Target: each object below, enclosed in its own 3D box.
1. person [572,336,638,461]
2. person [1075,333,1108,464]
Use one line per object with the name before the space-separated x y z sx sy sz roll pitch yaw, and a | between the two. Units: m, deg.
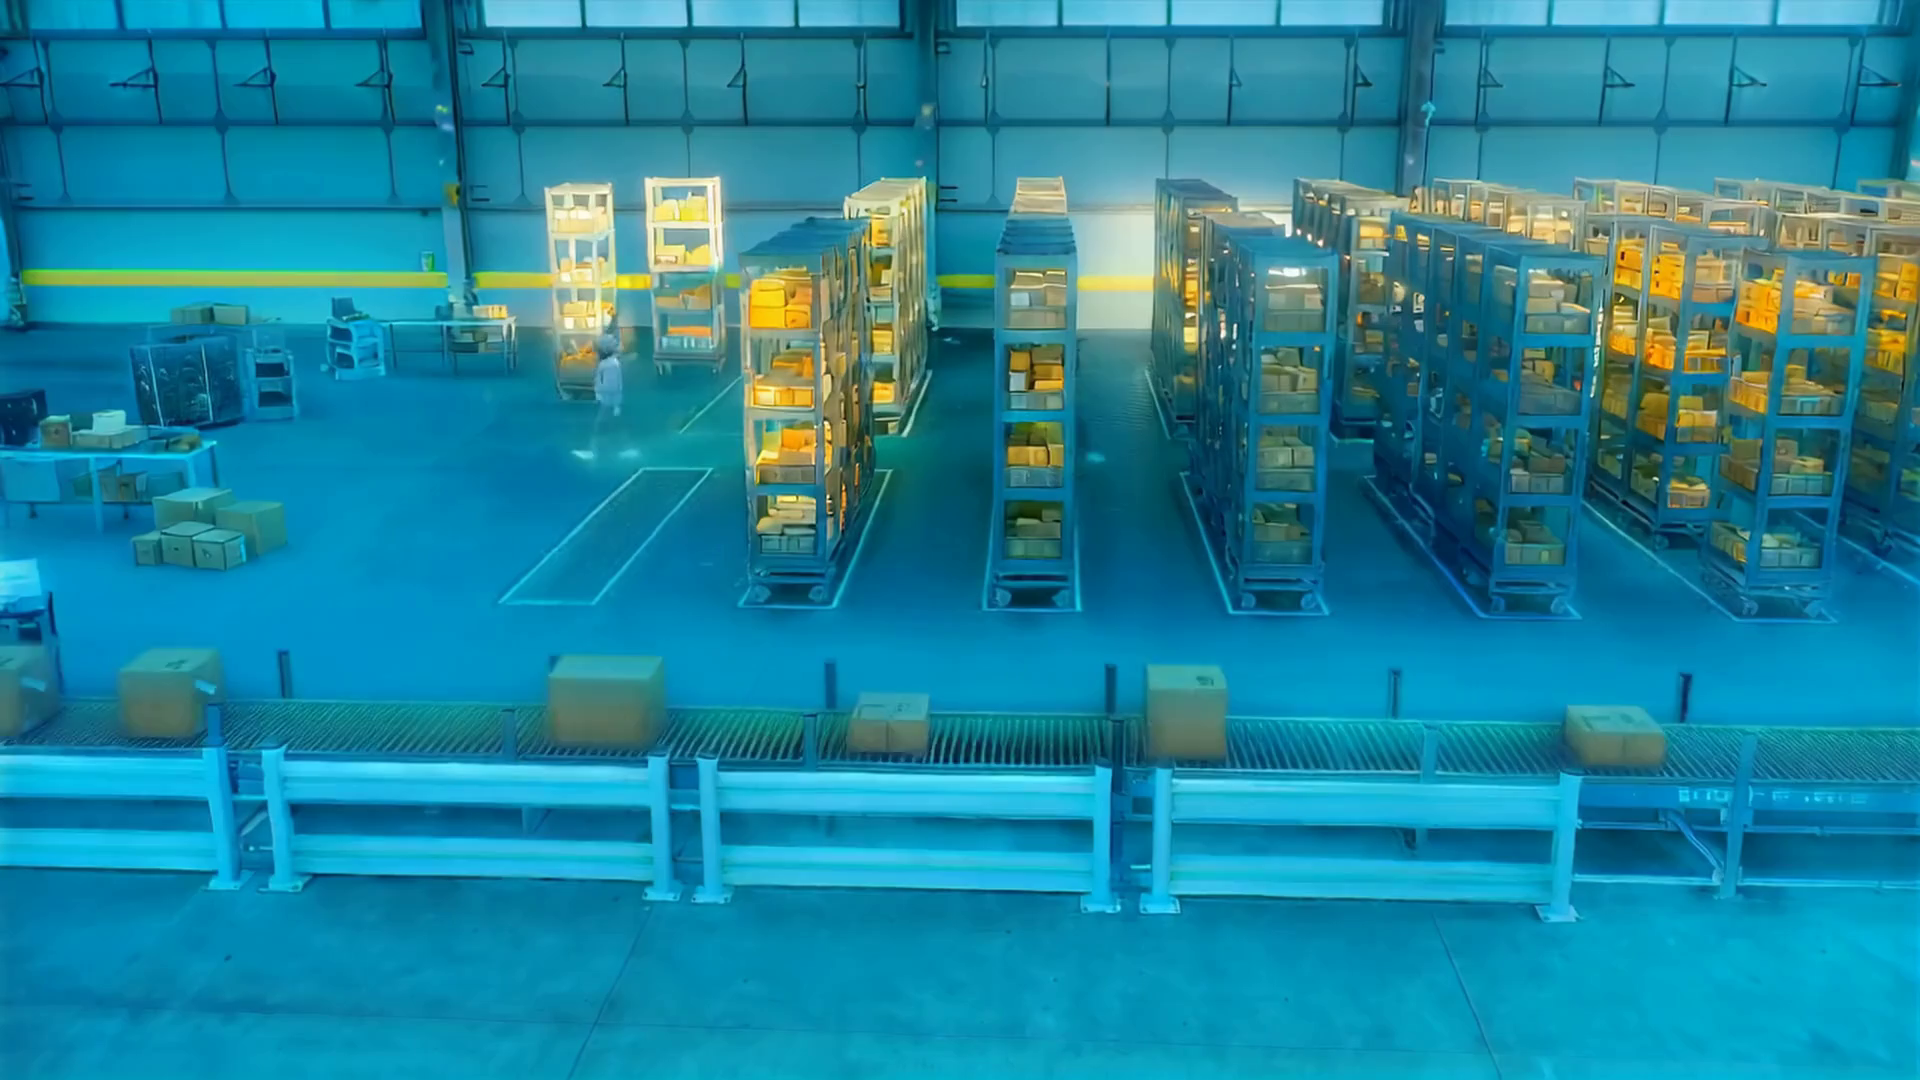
person | -5.050 -2.011 23.624 0.940 1.780 0.599 -3 15 -9
person | 1.628 -1.955 23.200 0.942 1.895 0.624 7 17 25
